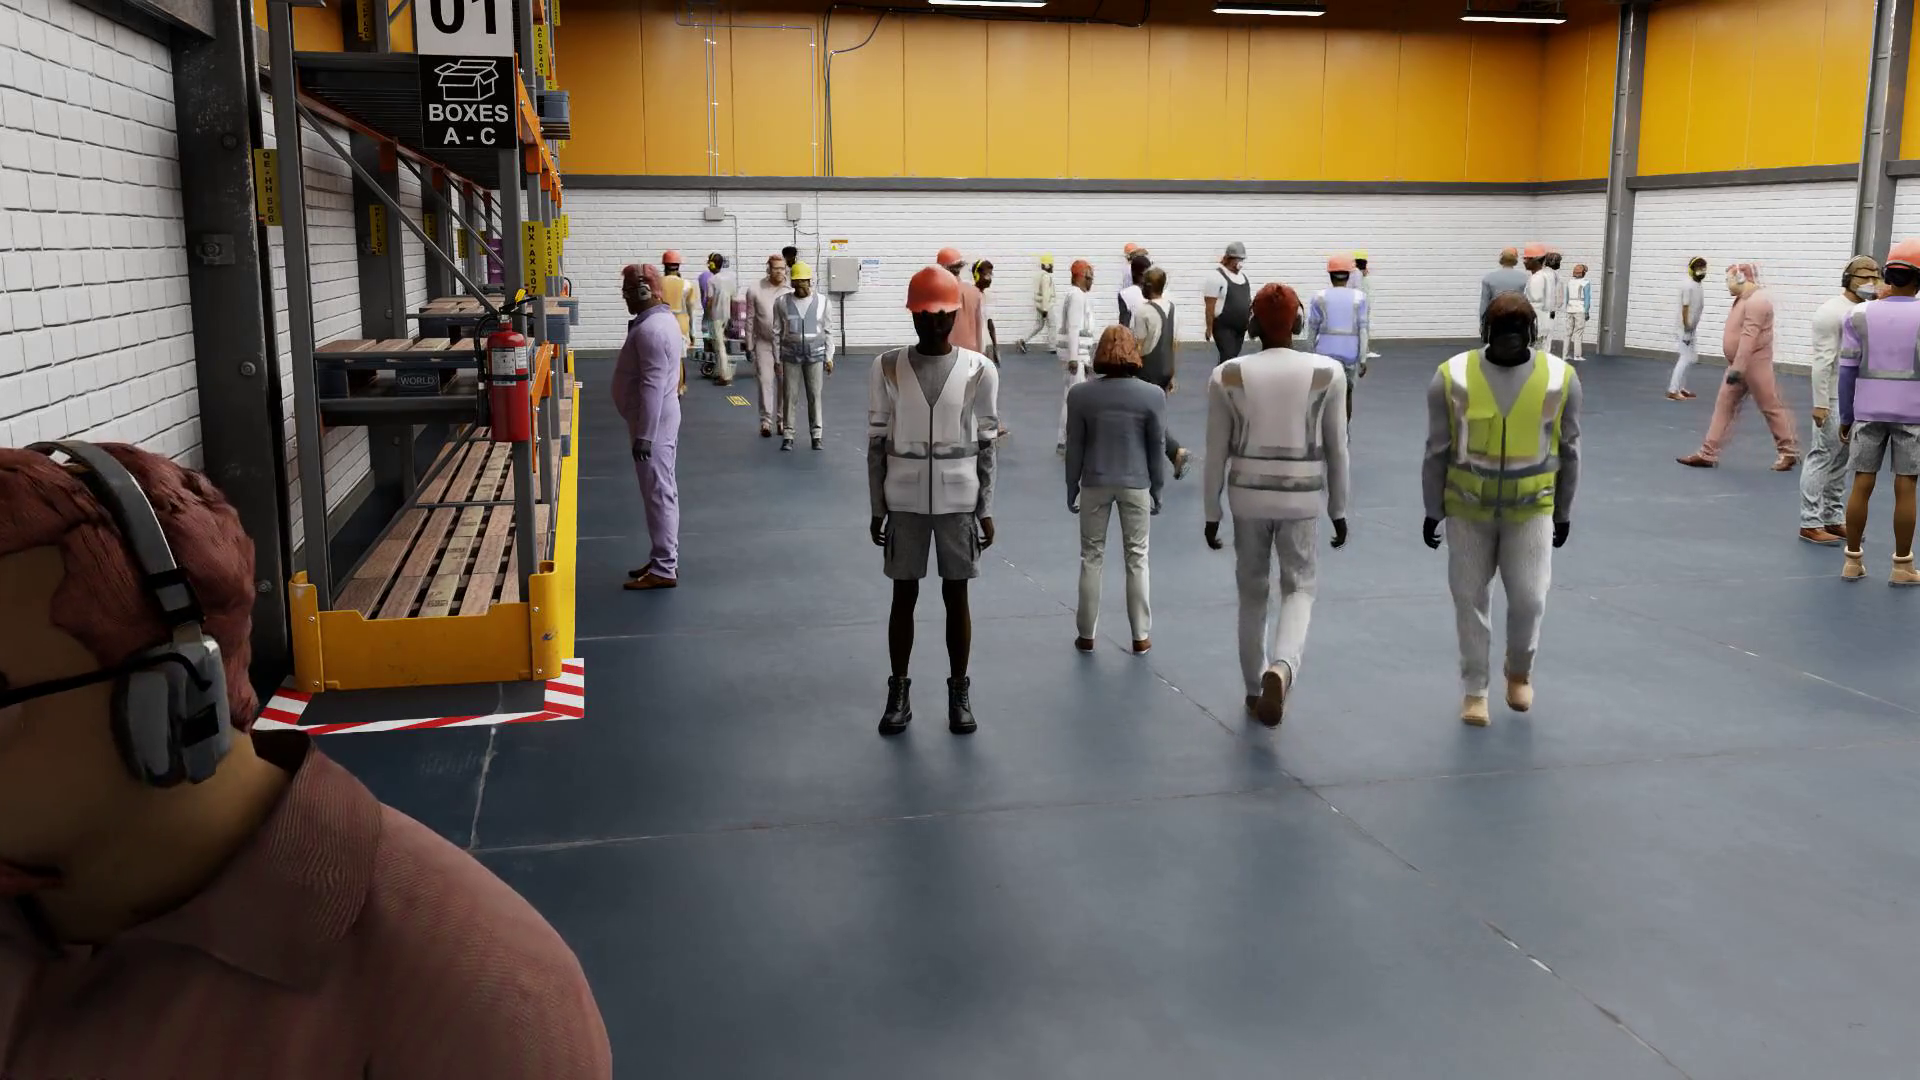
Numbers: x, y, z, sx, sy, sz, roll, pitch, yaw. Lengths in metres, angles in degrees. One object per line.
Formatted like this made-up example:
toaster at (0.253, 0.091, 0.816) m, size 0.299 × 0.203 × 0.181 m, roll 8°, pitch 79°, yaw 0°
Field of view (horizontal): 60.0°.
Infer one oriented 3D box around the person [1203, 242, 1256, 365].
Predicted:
person at (3.400, -2.644, 20.357) m, size 0.703 × 2.000 × 0.825 m, roll -9°, pitch 13°, yaw -40°

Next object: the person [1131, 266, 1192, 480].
person at (1.672, -1.373, 13.931) m, size 0.513 × 1.827 × 0.724 m, roll -9°, pitch 14°, yaw -41°

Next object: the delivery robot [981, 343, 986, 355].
delivery robot at (0.044, -2.996, 26.165) m, size 0.707 × 0.478 × 0.477 m, roll 1°, pitch 10°, yaw 5°

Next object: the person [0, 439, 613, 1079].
person at (-0.586, 0.869, 1.271) m, size 0.649 × 1.904 × 0.401 m, roll 2°, pitch 11°, yaw 14°

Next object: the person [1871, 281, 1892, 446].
person at (9.103, -1.741, 16.502) m, size 0.514 × 1.631 × 0.315 m, roll 0°, pitch 10°, yaw 0°

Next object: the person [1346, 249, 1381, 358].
person at (6.795, -4.088, 28.798) m, size 0.968 × 1.888 × 0.613 m, roll 2°, pitch 10°, yaw 9°

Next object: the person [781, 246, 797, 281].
person at (-2.716, -3.836, 27.222) m, size 0.453 × 1.940 × 0.630 m, roll -3°, pitch 11°, yaw -15°

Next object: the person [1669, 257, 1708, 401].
person at (9.246, -2.671, 21.087) m, size 0.456 × 1.829 × 0.564 m, roll 10°, pitch 14°, yaw 43°

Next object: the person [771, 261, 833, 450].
person at (-1.527, -1.782, 16.158) m, size 0.599 × 1.830 × 0.403 m, roll -1°, pitch 10°, yaw -7°

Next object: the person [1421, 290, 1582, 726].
person at (2.253, -0.125, 6.972) m, size 0.639 × 1.829 × 0.432 m, roll 3°, pitch 11°, yaw 17°

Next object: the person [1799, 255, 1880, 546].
person at (5.941, -0.934, 11.175) m, size 0.629 × 1.936 × 0.372 m, roll -6°, pitch 12°, yaw -30°

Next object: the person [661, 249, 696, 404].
person at (-3.503, -2.553, 20.188) m, size 0.584 × 1.912 × 0.763 m, roll -3°, pitch 11°, yaw -14°

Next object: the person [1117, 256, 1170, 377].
person at (1.721, -1.810, 16.175) m, size 0.605 × 1.875 × 0.896 m, roll -5°, pitch 11°, yaw -24°

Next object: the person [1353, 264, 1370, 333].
person at (7.263, -4.230, 30.343) m, size 0.507 × 1.612 × 0.498 m, roll -5°, pitch 11°, yaw -25°

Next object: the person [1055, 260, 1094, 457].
person at (1.078, -1.687, 15.607) m, size 0.346 × 1.853 × 0.671 m, roll 1°, pitch 10°, yaw 7°

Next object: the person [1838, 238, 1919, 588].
person at (5.500, -0.740, 9.802) m, size 0.607 × 2.044 × 0.378 m, roll 10°, pitch 14°, yaw 43°

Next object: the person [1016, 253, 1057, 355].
person at (1.426, -4.161, 29.408) m, size 0.789 × 1.813 × 0.589 m, roll -3°, pitch 11°, yaw -16°

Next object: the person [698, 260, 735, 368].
person at (-3.878, -3.675, 26.742) m, size 0.627 × 1.791 × 0.846 m, roll 0°, pitch 10°, yaw 2°

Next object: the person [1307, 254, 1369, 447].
person at (3.623, -1.783, 16.013) m, size 0.551 × 1.887 × 0.963 m, roll 2°, pitch 10°, yaw 10°

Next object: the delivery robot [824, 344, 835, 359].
delivery robot at (-2.315, -2.945, 25.883) m, size 0.707 × 0.478 × 0.477 m, roll -5°, pitch 11°, yaw -26°

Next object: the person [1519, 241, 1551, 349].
person at (6.875, -2.515, 19.710) m, size 0.692 × 2.027 × 0.611 m, roll 5°, pitch 11°, yaw 25°

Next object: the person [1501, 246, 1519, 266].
person at (8.524, -3.614, 26.027) m, size 0.376 × 1.934 × 0.546 m, roll 4°, pitch 11°, yaw 21°

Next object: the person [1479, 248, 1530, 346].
person at (7.235, -2.904, 22.103) m, size 0.654 × 1.926 × 0.440 m, roll 3°, pitch 11°, yaw 14°

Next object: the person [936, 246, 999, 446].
person at (0.020, -1.739, 15.502) m, size 0.642 × 1.981 × 0.692 m, roll -9°, pitch 14°, yaw -41°

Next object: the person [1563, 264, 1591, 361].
person at (10.422, -3.835, 28.100) m, size 0.315 × 1.629 × 0.508 m, roll -4°, pitch 11°, yaw -23°

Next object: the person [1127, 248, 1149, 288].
person at (2.942, -3.845, 27.377) m, size 0.430 × 1.913 × 0.629 m, roll 2°, pitch 10°, yaw 9°

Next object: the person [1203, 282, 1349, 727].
person at (1.309, -0.130, 6.918) m, size 0.607 × 1.868 × 0.670 m, roll 2°, pitch 10°, yaw 11°

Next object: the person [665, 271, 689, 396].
person at (-3.709, -2.716, 21.800) m, size 0.426 × 1.667 × 0.601 m, roll -8°, pitch 13°, yaw -39°

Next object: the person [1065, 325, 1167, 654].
person at (0.766, -0.245, 8.224) m, size 0.497 × 1.626 × 0.287 m, roll 1°, pitch 10°, yaw 8°

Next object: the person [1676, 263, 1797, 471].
person at (7.019, -1.539, 14.819) m, size 0.996 × 1.838 × 0.620 m, roll 1°, pitch 10°, yaw 3°

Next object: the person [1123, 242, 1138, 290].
person at (2.922, -4.040, 28.231) m, size 0.392 × 1.990 × 0.612 m, roll 8°, pitch 13°, yaw 36°

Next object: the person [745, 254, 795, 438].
person at (-1.870, -1.990, 17.166) m, size 0.676 × 1.876 × 0.798 m, roll -2°, pitch 10°, yaw -10°

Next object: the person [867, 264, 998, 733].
person at (-0.114, -0.157, 6.864) m, size 0.542 × 1.937 × 0.360 m, roll 0°, pitch 10°, yaw 1°

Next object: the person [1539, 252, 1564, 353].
person at (9.588, -3.748, 27.045) m, size 0.429 × 1.838 × 0.621 m, roll 1°, pitch 10°, yaw 6°

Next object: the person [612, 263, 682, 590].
person at (-1.830, -0.664, 9.766) m, size 0.410 × 1.906 × 0.642 m, roll -1°, pitch 10°, yaw -4°

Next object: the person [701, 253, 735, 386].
person at (-3.459, -3.085, 23.311) m, size 0.641 × 1.852 × 0.554 m, roll 6°, pitch 12°, yaw 30°

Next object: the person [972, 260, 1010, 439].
person at (0.214, -1.926, 16.977) m, size 0.898 × 1.820 × 0.532 m, roll 7°, pitch 12°, yaw 35°
